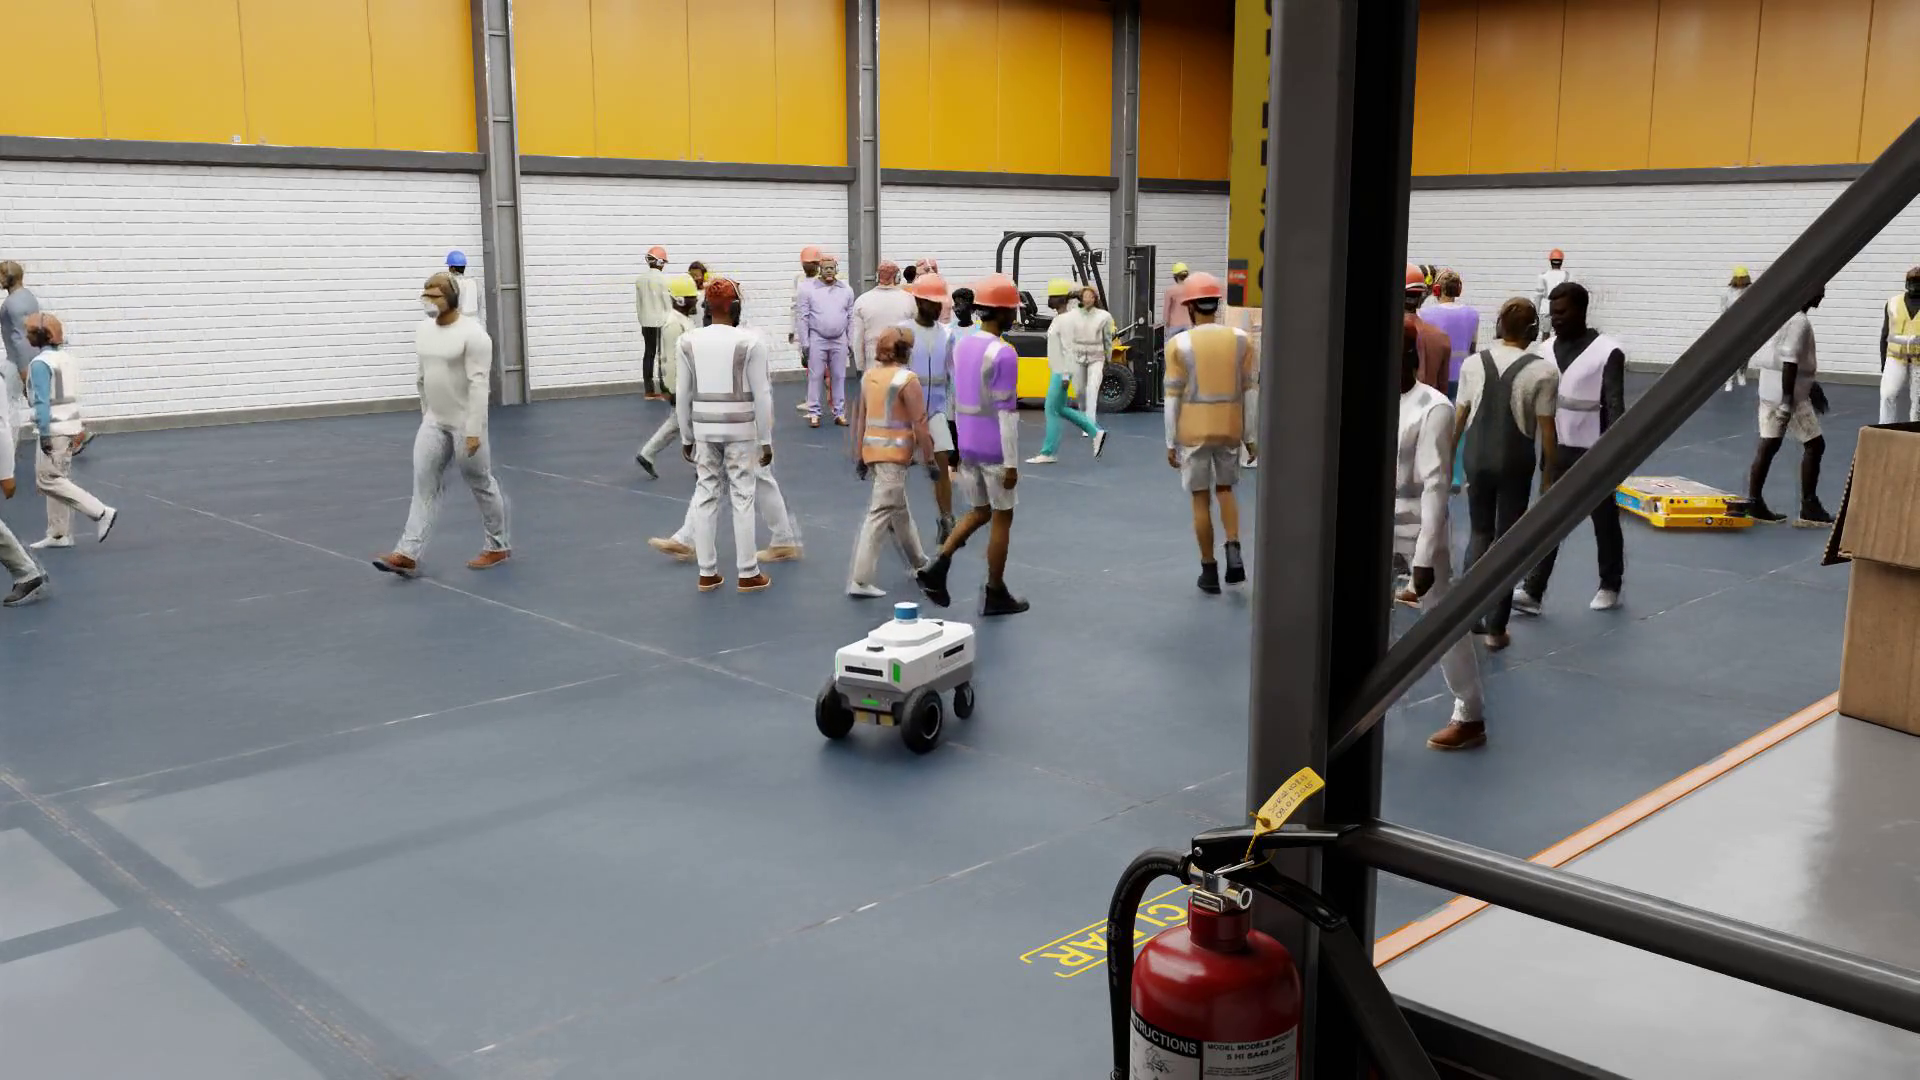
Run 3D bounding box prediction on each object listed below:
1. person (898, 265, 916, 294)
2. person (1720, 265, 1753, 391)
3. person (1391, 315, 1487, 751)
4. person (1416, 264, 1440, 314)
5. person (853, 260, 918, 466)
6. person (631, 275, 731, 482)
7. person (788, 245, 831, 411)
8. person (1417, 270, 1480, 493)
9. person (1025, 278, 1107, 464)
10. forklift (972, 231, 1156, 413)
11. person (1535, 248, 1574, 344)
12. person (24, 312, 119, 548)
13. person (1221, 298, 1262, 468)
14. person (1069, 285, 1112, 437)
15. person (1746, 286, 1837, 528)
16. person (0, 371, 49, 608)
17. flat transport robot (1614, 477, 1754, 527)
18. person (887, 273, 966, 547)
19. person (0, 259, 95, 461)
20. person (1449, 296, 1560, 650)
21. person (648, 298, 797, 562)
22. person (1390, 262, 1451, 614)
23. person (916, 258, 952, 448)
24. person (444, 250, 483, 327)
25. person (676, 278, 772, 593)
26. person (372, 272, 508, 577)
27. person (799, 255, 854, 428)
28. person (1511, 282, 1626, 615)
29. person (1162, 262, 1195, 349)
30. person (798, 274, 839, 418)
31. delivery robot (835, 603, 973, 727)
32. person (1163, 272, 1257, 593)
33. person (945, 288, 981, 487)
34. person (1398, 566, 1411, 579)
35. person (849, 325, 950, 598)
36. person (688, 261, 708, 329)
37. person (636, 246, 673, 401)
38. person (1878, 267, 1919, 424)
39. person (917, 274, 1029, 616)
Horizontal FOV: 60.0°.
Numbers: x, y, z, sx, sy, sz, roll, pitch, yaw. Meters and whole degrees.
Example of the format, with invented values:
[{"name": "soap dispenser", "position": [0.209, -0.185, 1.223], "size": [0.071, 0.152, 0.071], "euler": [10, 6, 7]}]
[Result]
[{"name": "person", "position": [-0.740, -3.207, 24.596], "size": [0.532, 1.691, 0.322], "euler": [5, 11, 24]}, {"name": "person", "position": [10.687, -2.909, 22.856], "size": [0.485, 1.735, 0.436], "euler": [4, 11, 23]}, {"name": "person", "position": [1.758, -0.004, 6.768], "size": [1.059, 1.813, 0.613], "euler": [-4, 11, -22]}, {"name": "person", "position": [4.922, -1.934, 17.276], "size": [0.768, 1.842, 0.538], "euler": [-2, 11, -12]}, {"name": "person", "position": [-0.653, -1.624, 15.364], "size": [0.651, 1.907, 0.409], "euler": [1, 10, 4]}, {"name": "person", "position": [-2.430, -1.380, 14.337], "size": [0.835, 1.801, 0.594], "euler": [-1, 10, -7]}, {"name": "person", "position": [-1.767, -2.617, 20.491], "size": [0.622, 2.016, 0.836], "euler": [8, 13, 36]}, {"name": "person", "position": [3.992, -1.291, 13.716], "size": [0.564, 1.846, 0.390], "euler": [-3, 11, -16]}, {"name": "person", "position": [0.999, -1.580, 15.560], "size": [0.725, 1.741, 0.535], "euler": [-1, 10, -4]}, {"name": "forklift", "position": [1.222, -2.721, 20.561], "size": [2.313, 2.155, 1.214], "euler": [2, 11, 13]}, {"name": "person", "position": [9.294, -3.591, 26.038], "size": [0.552, 1.938, 0.413], "euler": [3, 11, 17]}, {"name": "person", "position": [-6.072, -0.729, 11.266], "size": [0.556, 1.625, 0.521], "euler": [-2, 11, -9]}, {"name": "person", "position": [2.635, -1.618, 15.304], "size": [0.382, 1.917, 0.585], "euler": [-5, 12, -28]}, {"name": "person", "position": [1.385, -1.940, 17.886], "size": [0.518, 1.612, 0.758], "euler": [3, 11, 15]}, {"name": "person", "position": [6.199, -1.054, 12.170], "size": [0.784, 1.930, 0.615], "euler": [2, 11, 11]}, {"name": "person", "position": [-5.543, -0.437, 9.254], "size": [0.599, 1.793, 0.948], "euler": [5, 11, 24]}, {"name": "flat transport robot", "position": [5.388, -0.308, 12.654], "size": [0.652, 0.197, 1.431], "euler": [0, 10, 0]}, {"name": "person", "position": [-0.271, -0.918, 11.634], "size": [0.535, 1.877, 1.034], "euler": [-5, 11, -25]}, {"name": "person", "position": [-8.788, -1.690, 15.719], "size": [0.916, 1.914, 0.633], "euler": [-3, 11, -15]}, {"name": "person", "position": [2.791, -0.343, 8.608], "size": [0.571, 1.823, 0.412], "euler": [7, 13, 35]}, {"name": "person", "position": [-1.518, -0.715, 10.761], "size": [0.968, 1.784, 0.642], "euler": [-3, 11, -16]}, {"name": "person", "position": [2.485, -0.575, 9.447], "size": [0.621, 1.987, 0.406], "euler": [-5, 12, -27]}, {"name": "person", "position": [-0.319, -1.873, 16.742], "size": [0.407, 1.902, 0.638], "euler": [-4, 11, -19]}, {"name": "person", "position": [-5.929, -2.460, 19.805], "size": [0.381, 1.951, 0.605], "euler": [5, 12, 28]}, {"name": "person", "position": [-1.398, -0.617, 9.940], "size": [0.584, 1.882, 0.347], "euler": [3, 11, 13]}, {"name": "person", "position": [-3.231, -0.700, 10.353], "size": [0.664, 1.892, 0.985], "euler": [6, 12, 28]}, {"name": "person", "position": [-1.467, -2.208, 18.549], "size": [0.641, 1.909, 0.409], "euler": [-4, 11, -19]}, {"name": "person", "position": [3.435, -0.500, 9.326], "size": [0.943, 1.862, 0.697], "euler": [-6, 12, -29]}, {"name": "person", "position": [3.032, -2.972, 23.115], "size": [0.554, 1.748, 0.407], "euler": [-3, 11, -18]}, {"name": "person", "position": [-1.607, -2.291, 19.493], "size": [0.568, 1.735, 0.347], "euler": [-1, 10, -3]}, {"name": "delivery robot", "position": [-0.230, 0.513, 7.147], "size": [0.477, 0.478, 0.707], "euler": [5, 12, 28]}, {"name": "person", "position": [1.478, -0.637, 9.959], "size": [0.574, 1.914, 0.422], "euler": [-2, 11, -9]}, {"name": "person", "position": [0.038, -1.259, 13.947], "size": [0.530, 1.697, 0.321], "euler": [6, 12, 28]}, {"name": "person", "position": [2.660, -0.689, 10.446], "size": [0.548, 1.835, 0.682], "euler": [-7, 13, -35]}, {"name": "person", "position": [-0.361, -0.467, 9.898], "size": [0.870, 1.604, 0.536], "euler": [-7, 13, -35]}, {"name": "person", "position": [-2.912, -2.179, 18.546], "size": [0.551, 1.851, 0.397], "euler": [4, 11, 23]}, {"name": "person", "position": [-3.913, -2.797, 21.543], "size": [0.611, 1.986, 0.392], "euler": [7, 13, 34]}, {"name": "person", "position": [9.319, -1.751, 16.322], "size": [0.630, 1.818, 0.762], "euler": [9, 14, 41]}, {"name": "person", "position": [0.101, -0.508, 9.234], "size": [0.575, 1.921, 0.555], "euler": [-7, 13, -34]}]
